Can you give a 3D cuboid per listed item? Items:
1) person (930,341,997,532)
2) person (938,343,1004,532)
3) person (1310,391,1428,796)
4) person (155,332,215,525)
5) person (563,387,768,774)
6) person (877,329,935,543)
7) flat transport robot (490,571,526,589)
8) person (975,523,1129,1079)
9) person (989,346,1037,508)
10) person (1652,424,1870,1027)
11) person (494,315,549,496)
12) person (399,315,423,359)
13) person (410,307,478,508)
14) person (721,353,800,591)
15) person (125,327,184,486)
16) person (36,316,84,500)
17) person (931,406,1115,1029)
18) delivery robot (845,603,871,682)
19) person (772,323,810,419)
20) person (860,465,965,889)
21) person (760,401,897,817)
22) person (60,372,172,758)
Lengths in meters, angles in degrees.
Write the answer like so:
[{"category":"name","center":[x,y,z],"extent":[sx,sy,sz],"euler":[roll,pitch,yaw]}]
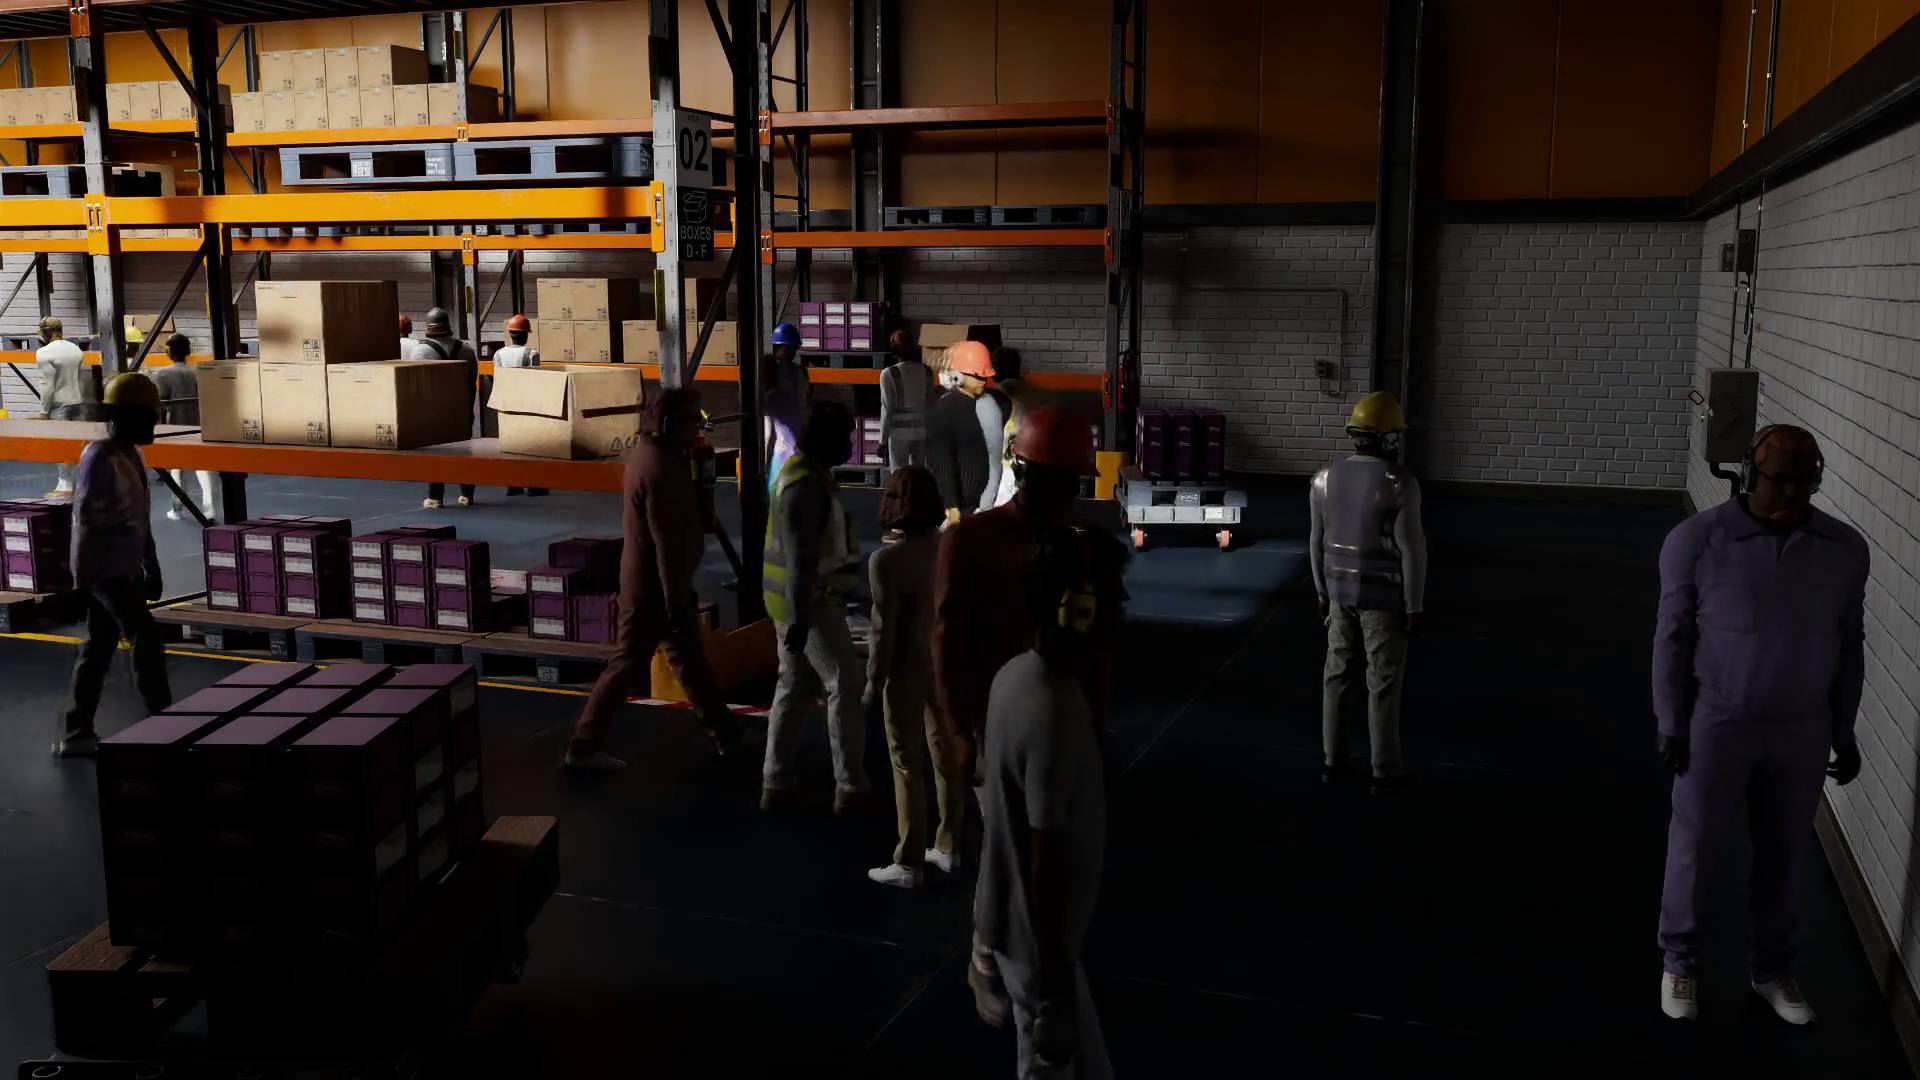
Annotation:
[{"category":"person","center":[0.041,-0.240,10.216],"extent":[0.434,1.964,0.617],"euler":[7,11,36]},{"category":"person","center":[0.033,-0.260,10.413],"extent":[0.354,1.936,0.635],"euler":[-6,11,-31]},{"category":"person","center":[1.876,0.241,7.590],"extent":[0.403,1.835,0.588],"euler":[-8,12,-40]},{"category":"person","center":[-7.328,-1.051,15.766],"extent":[0.531,1.833,0.988],"euler":[-8,12,-42]},{"category":"person","center":[-1.415,0.197,7.873],"extent":[1.021,1.839,0.693],"euler":[-2,9,-13]},{"category":"person","center":[-0.478,-0.905,14.625],"extent":[0.572,1.887,0.356],"euler":[-7,12,-39]},{"category":"flat transport robot","center":[-3.235,0.367,11.691],"extent":[1.431,0.197,0.652],"euler":[3,10,19]},{"category":"person","center":[0.095,0.874,3.627],"extent":[0.730,1.841,0.581],"euler":[-1,9,-4]},{"category":"person","center":[0.452,-0.600,12.955],"extent":[0.801,1.813,0.624],"euler":[4,10,21]},{"category":"person","center":[2.511,0.584,5.233],"extent":[0.638,1.903,0.408],"euler":[1,9,5]},{"category":"person","center":[-4.678,-1.430,17.764],"extent":[0.553,1.933,0.368],"euler":[3,9,16]},{"category":"person","center":[-6.628,-1.747,19.923],"extent":[0.576,1.882,0.362],"euler":[-9,13,-44]},{"category":"person","center":[-5.276,-1.348,16.924],"extent":[0.684,2.000,0.536],"euler":[-8,12,-40]},{"category":"person","center":[-1.297,-0.474,12.192],"extent":[0.931,1.802,0.583],"euler":[2,9,13]},{"category":"person","center":[-9.203,-1.491,18.631],"extent":[0.924,1.783,0.604],"euler":[0,9,0]},{"category":"person","center":[-9.474,-1.390,17.520],"extent":[0.373,1.935,0.628],"euler":[1,9,6]},{"category":"person","center":[0.206,0.558,5.199],"extent":[0.645,1.959,0.541],"euler":[-5,10,-29]},{"category":"delivery robot","center":[-0.608,0.589,9.117],"extent":[0.477,0.478,0.707],"euler":[-2,9,-11]},{"category":"person","center":[-1.490,-0.870,14.212],"extent":[0.386,1.948,0.605],"euler":[7,11,37]},{"category":"person","center":[-0.173,0.525,6.431],"extent":[0.279,1.634,0.499],"euler":[9,13,44]},{"category":"person","center":[-0.548,0.303,7.274],"extent":[0.764,1.808,0.639],"euler":[-1,9,-7]},{"category":"person","center":[-4.026,0.134,8.094],"extent":[0.859,1.880,0.601],"euler":[-2,9,-13]}]
